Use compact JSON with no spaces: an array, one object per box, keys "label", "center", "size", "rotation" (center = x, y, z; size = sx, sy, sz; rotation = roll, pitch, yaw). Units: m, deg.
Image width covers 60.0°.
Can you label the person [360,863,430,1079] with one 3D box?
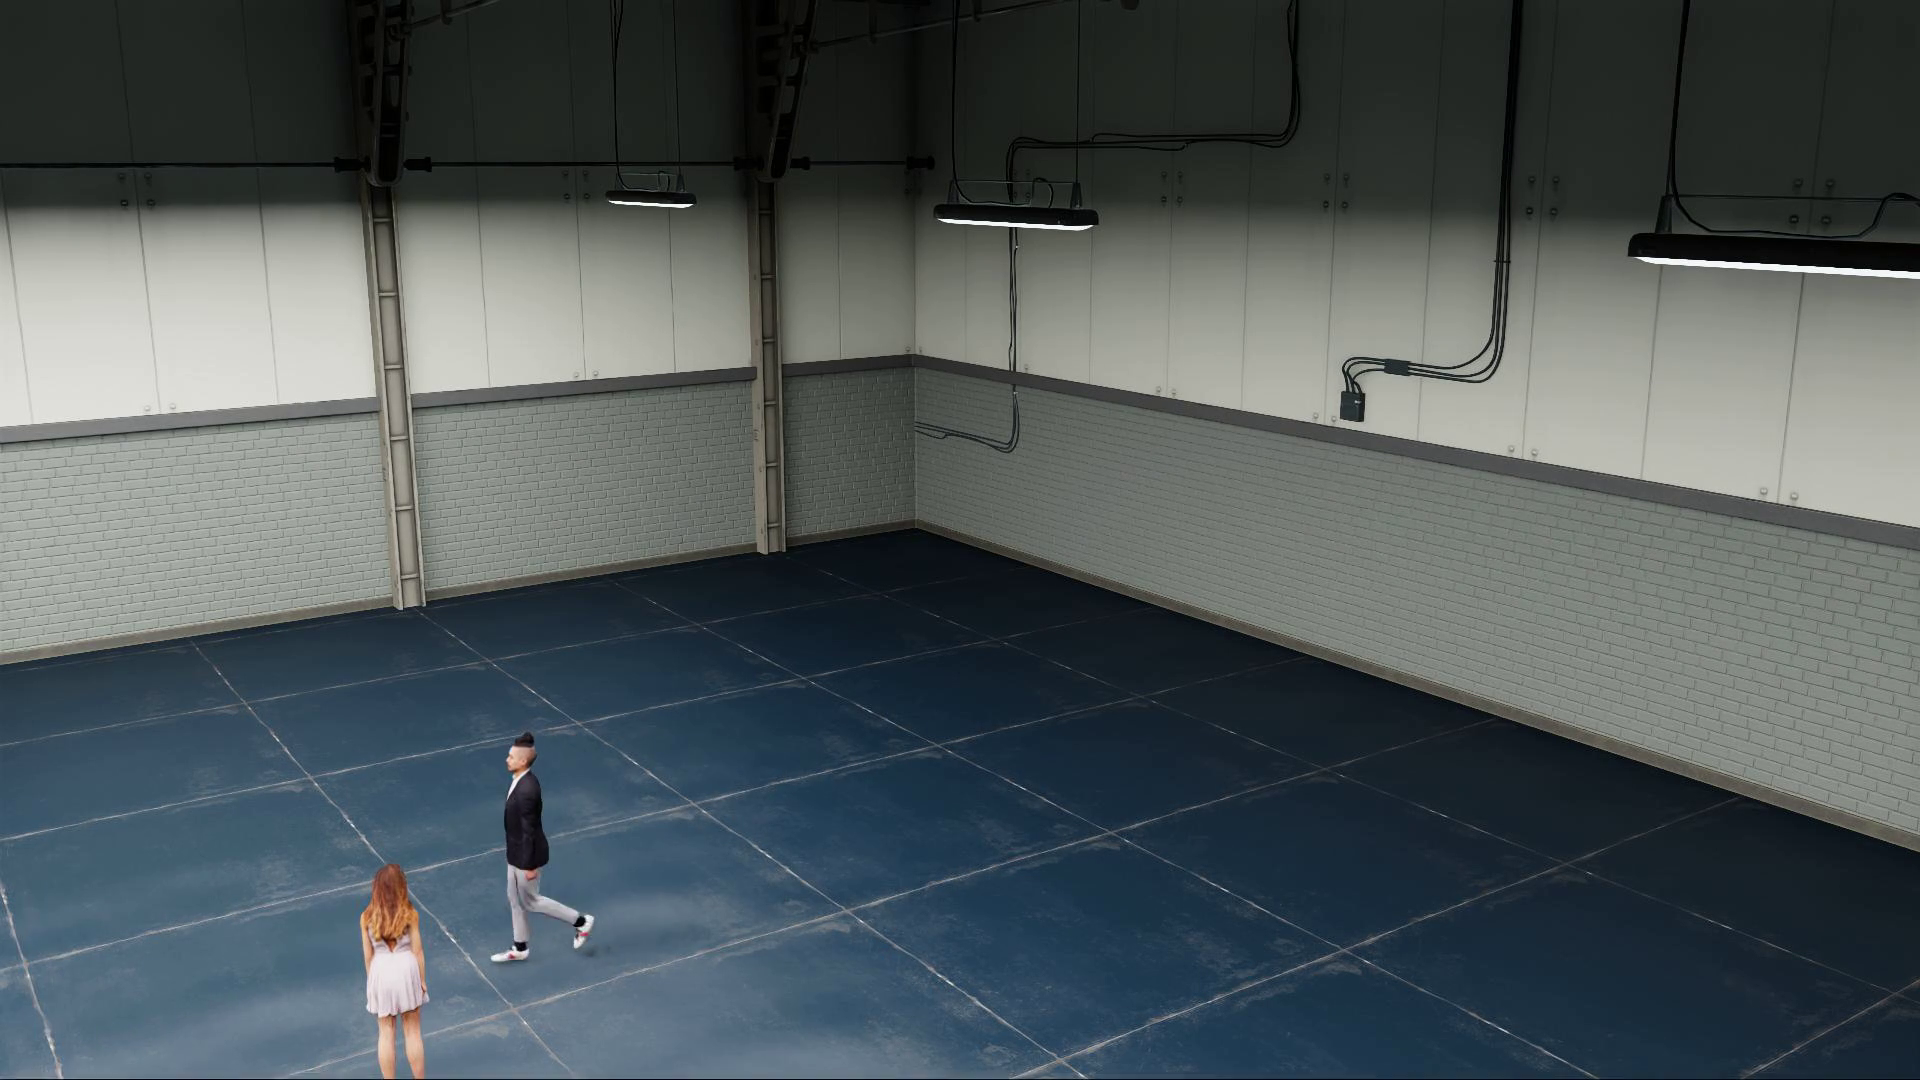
[{"label":"person","center":[-3.857,3.056,11.363],"size":[0.636,1.768,0.721],"rotation":[-2,13,-10]}]

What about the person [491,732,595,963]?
[{"label":"person","center":[-3.411,2.490,13.443],"size":[1.143,1.931,0.885],"rotation":[-5,14,-19]}]
